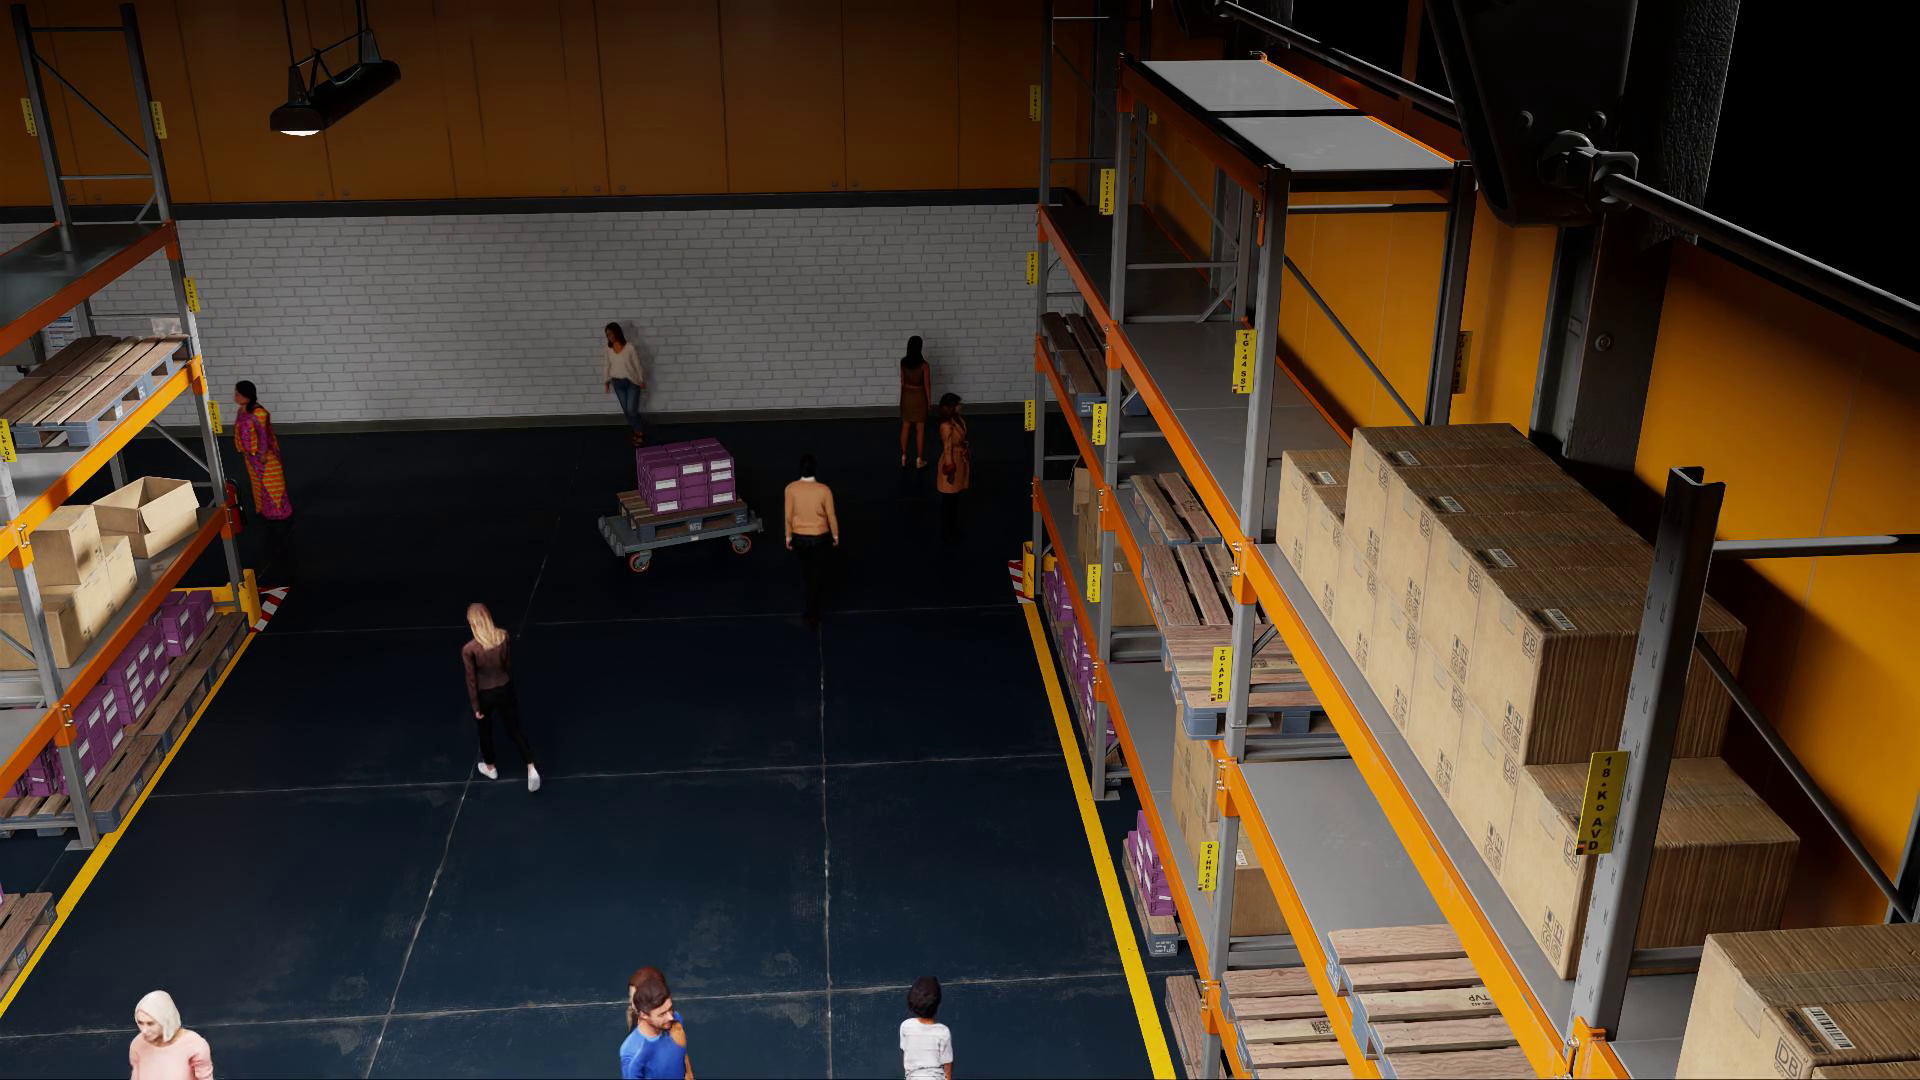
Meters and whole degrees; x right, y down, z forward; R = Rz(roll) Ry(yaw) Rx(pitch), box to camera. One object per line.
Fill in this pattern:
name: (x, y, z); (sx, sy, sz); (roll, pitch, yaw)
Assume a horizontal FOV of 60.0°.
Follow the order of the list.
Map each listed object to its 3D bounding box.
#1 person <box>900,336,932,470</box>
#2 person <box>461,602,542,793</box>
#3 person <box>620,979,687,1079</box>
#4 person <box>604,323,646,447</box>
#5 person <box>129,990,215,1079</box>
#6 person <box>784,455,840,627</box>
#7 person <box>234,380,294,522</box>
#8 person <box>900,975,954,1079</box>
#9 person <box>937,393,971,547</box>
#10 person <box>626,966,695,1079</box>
person: (-0.567, -1.706, 20.556); (0.634, 1.688, 0.650); (11, 26, 23)
person: (-3.775, 1.312, 13.661); (1.011, 1.681, 1.151); (-20, 31, -38)
person: (-1.660, 3.183, 9.148); (0.761, 1.866, 0.655); (11, 26, 23)
person: (-4.218, -2.004, 21.284); (0.756, 1.650, 0.787); (3, 24, 7)
person: (-4.327, 3.191, 9.356); (0.749, 1.686, 1.179); (2, 24, 5)
person: (-1.500, 0.033, 16.549); (0.879, 1.711, 1.249); (4, 24, 8)
person: (-8.042, -1.050, 19.076); (0.808, 1.671, 0.869); (20, 30, 38)
person: (-0.214, 3.196, 9.889); (0.522, 1.250, 0.539); (4, 24, 10)
person: (-0.081, -0.801, 18.444); (0.824, 1.721, 0.686); (8, 25, 18)
person: (-1.632, 3.138, 9.295); (0.725, 1.833, 0.749); (16, 28, 32)
